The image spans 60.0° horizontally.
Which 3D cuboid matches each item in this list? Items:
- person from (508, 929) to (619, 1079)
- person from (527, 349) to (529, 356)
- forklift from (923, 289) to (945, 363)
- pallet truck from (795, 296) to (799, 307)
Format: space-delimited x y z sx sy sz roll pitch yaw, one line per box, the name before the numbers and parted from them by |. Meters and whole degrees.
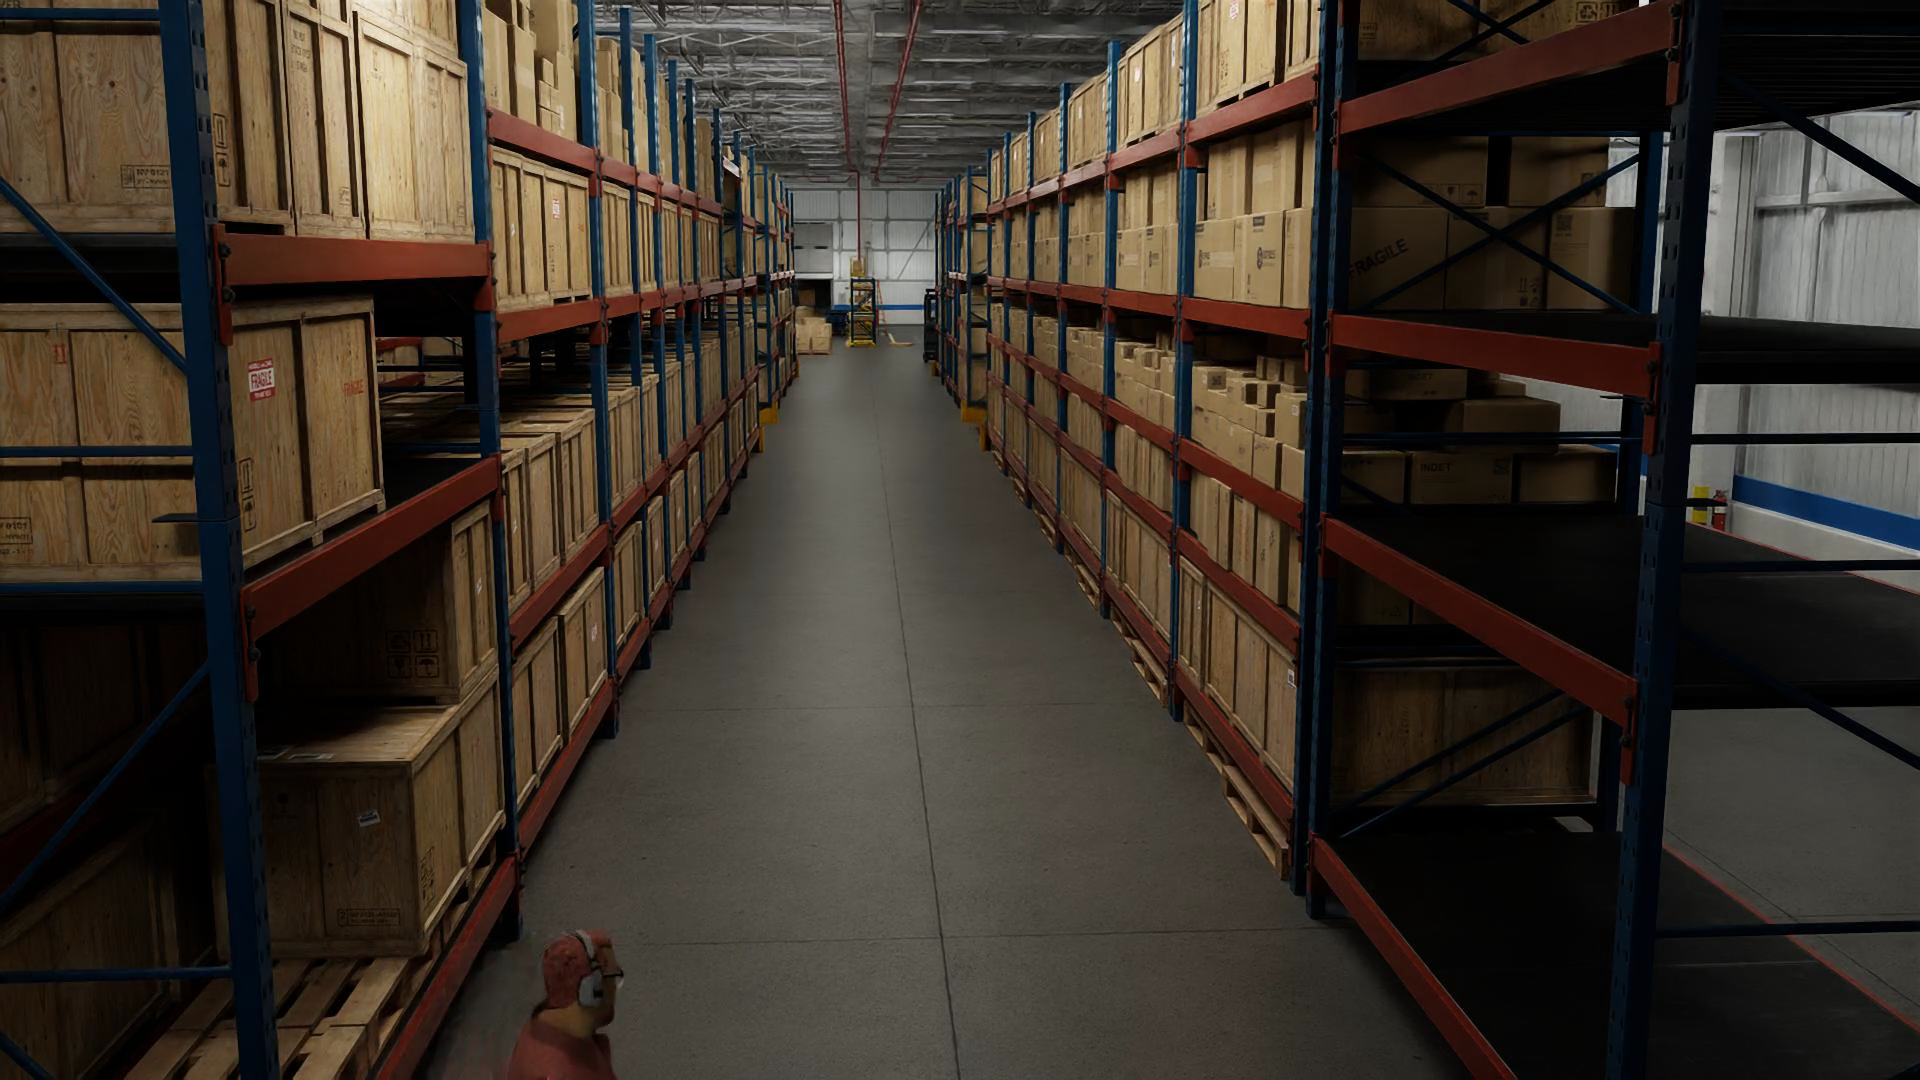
person | -1.112 2.096 5.036 1.013 1.836 0.665 -1 10 -9
person | -10.158 -3.684 39.605 0.641 1.826 0.508 -1 10 -3
forklift | -0.837 -8.196 63.423 1.129 2.768 1.873 -1 10 -3
pallet truck | -8.622 -12.439 91.403 1.885 1.965 0.823 2 10 13
